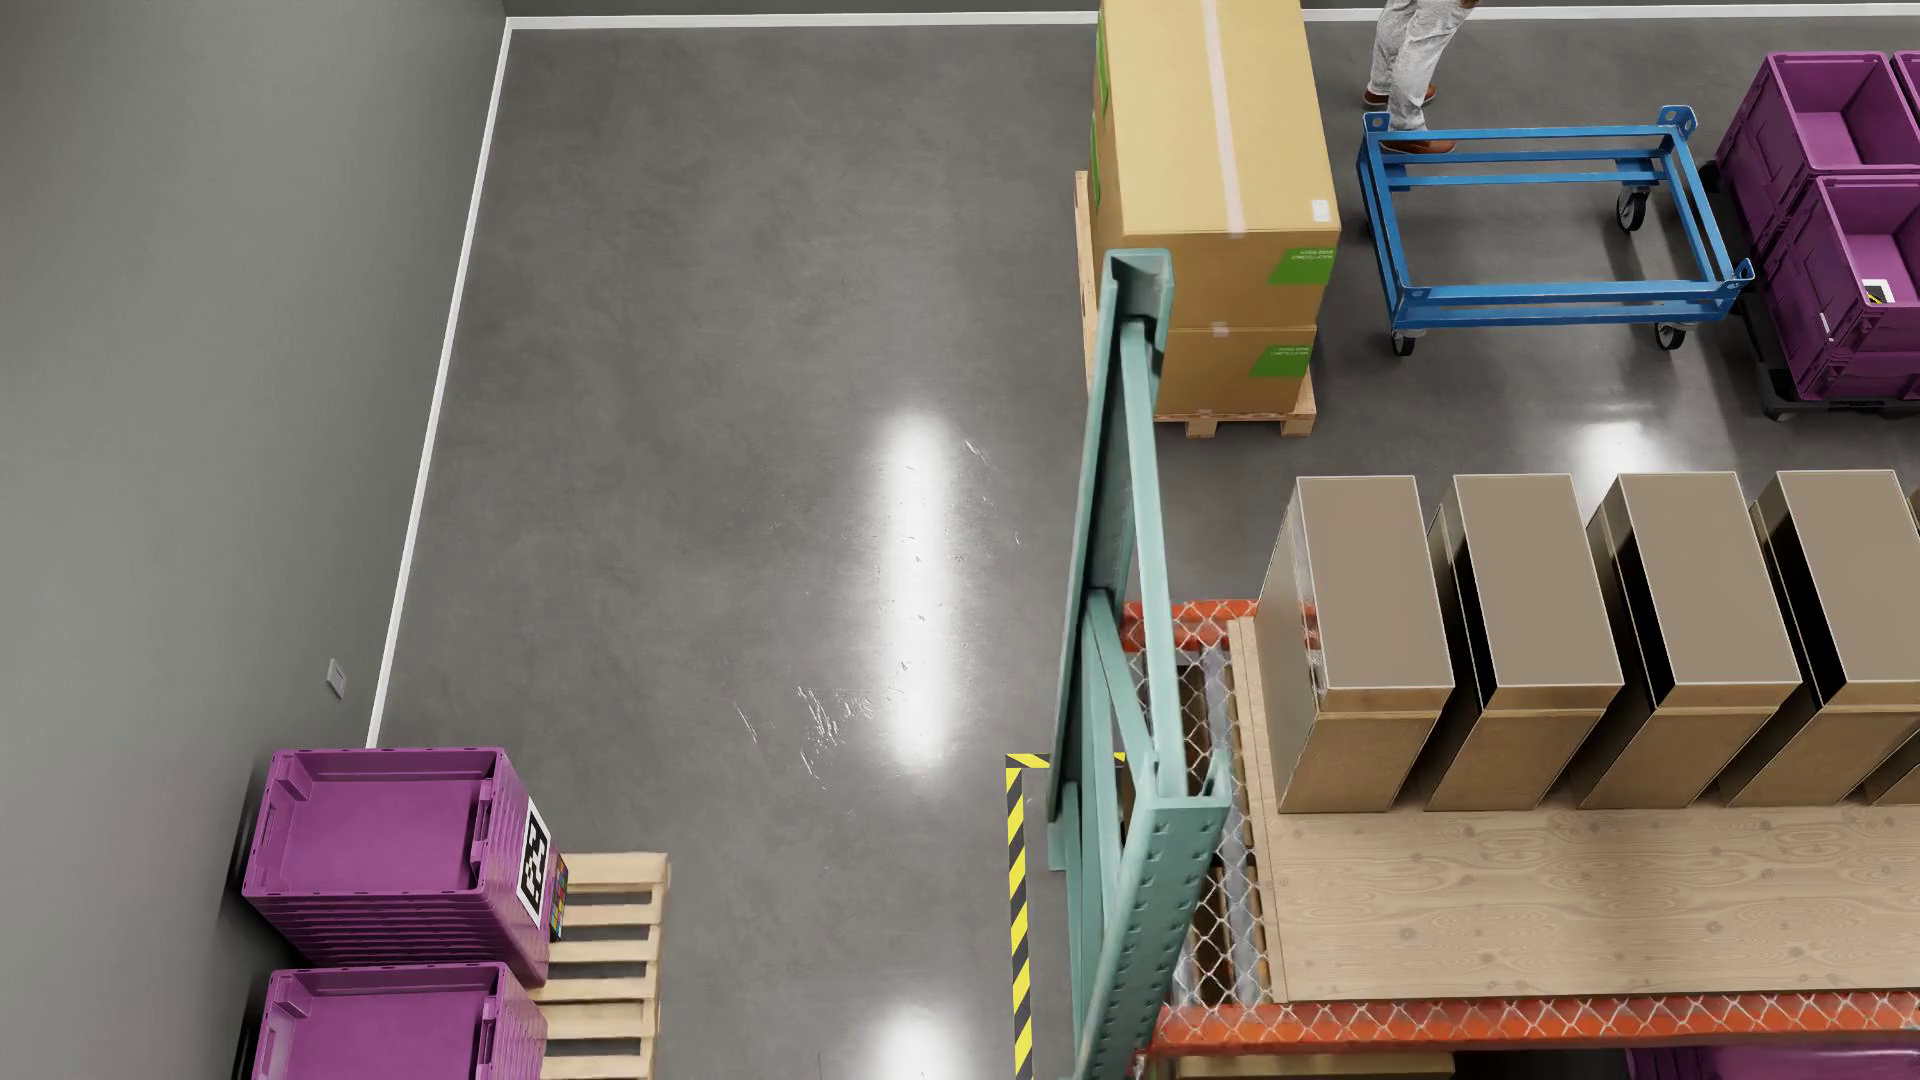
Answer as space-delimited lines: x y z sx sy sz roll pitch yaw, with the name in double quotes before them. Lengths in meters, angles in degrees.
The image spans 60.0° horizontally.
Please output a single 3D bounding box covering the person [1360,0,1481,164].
"person" 1.822 -2.245 6.079 0.370 1.941 0.627 -2 58 -1
